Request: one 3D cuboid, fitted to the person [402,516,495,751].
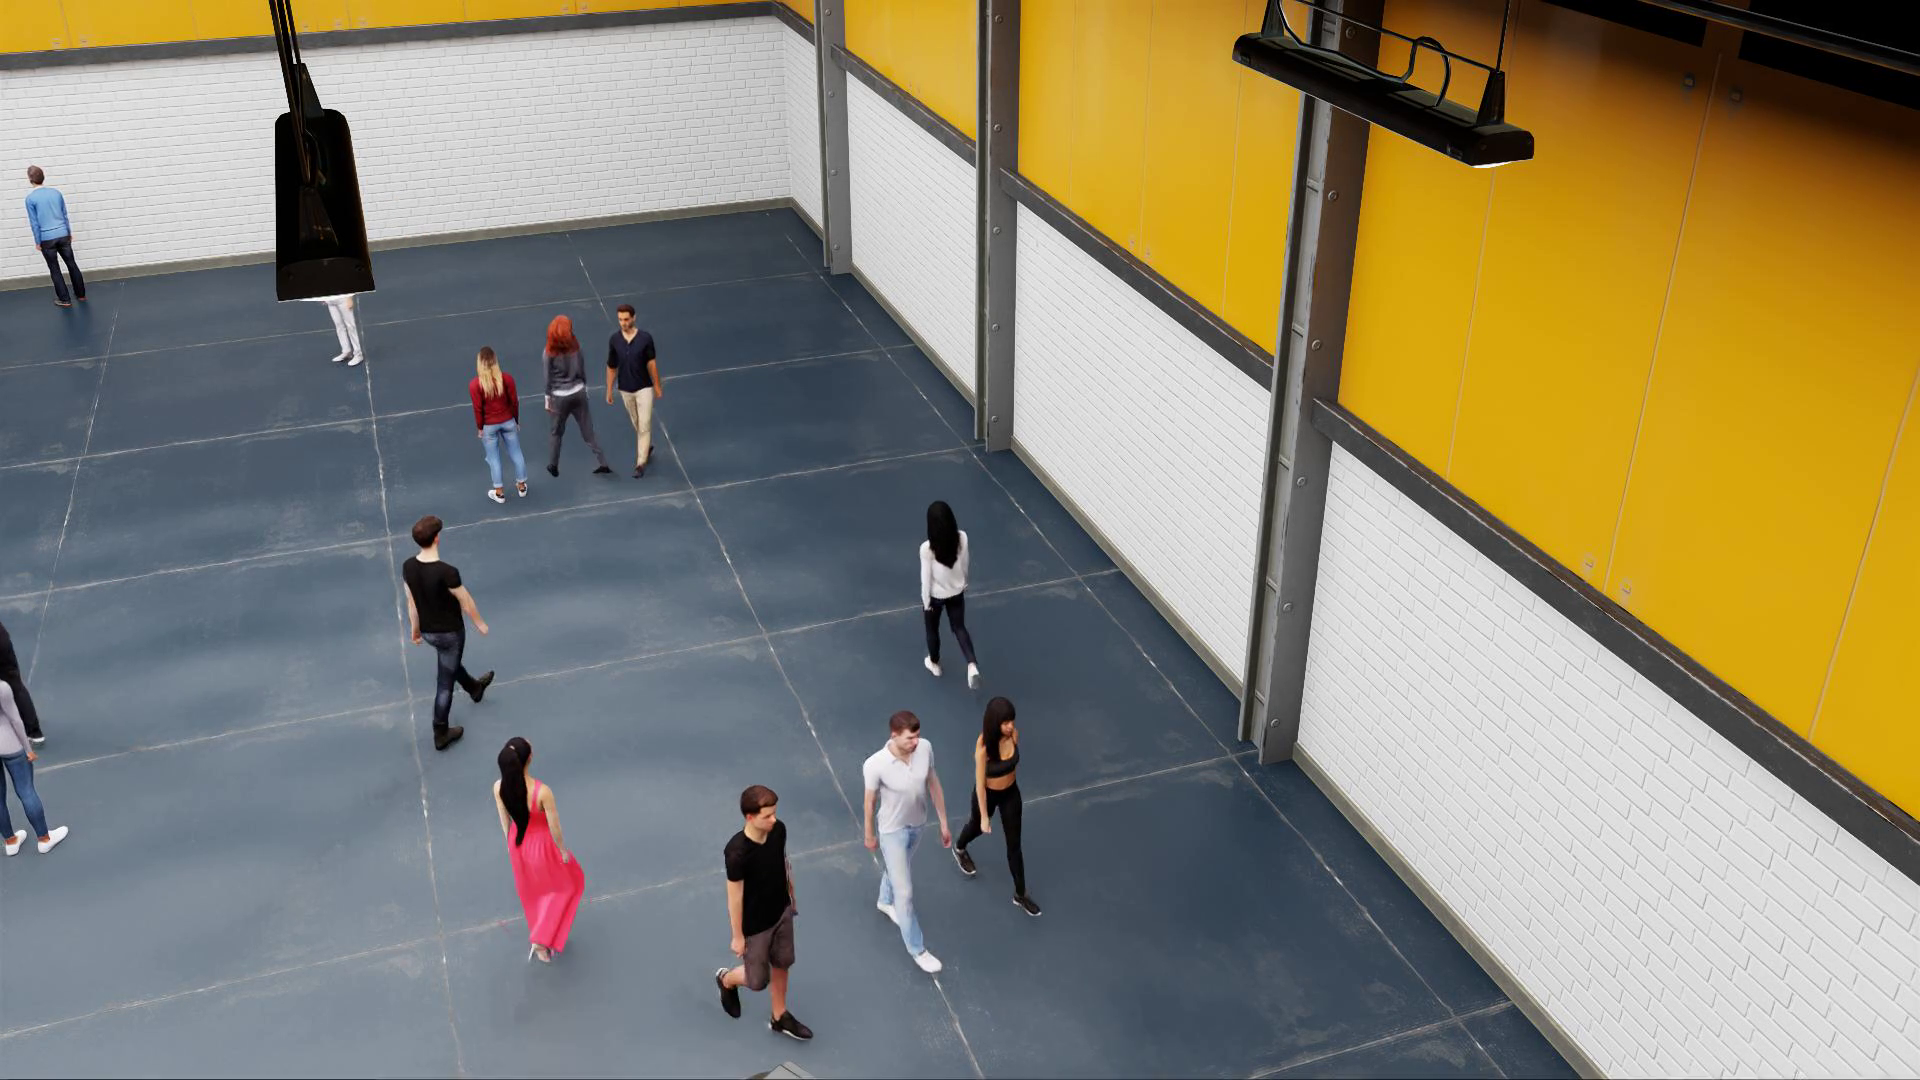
[{"bbox_3d":[-4.041,0.760,12.819,1.143,1.856,1.205,12,31,22],"label":"person"}]

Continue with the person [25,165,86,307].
[{"bbox_3d":[-11.710,-3.941,21.474,0.763,1.820,0.743,19,34,31],"label":"person"}]

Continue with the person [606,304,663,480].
[{"bbox_3d":[-3.322,-1.588,17.167,1.008,1.813,1.244,3,29,5],"label":"person"}]

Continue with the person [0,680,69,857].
[{"bbox_3d":[-6.749,1.460,11.659,0.662,1.736,0.629,0,29,-1],"label":"person"}]

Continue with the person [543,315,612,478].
[{"bbox_3d":[-3.928,-1.428,16.929,0.781,1.760,0.906,-23,36,-35],"label":"person"}]

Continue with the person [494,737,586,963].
[{"bbox_3d":[-2.739,2.036,10.625,0.814,1.716,0.883,7,29,13],"label":"person"}]

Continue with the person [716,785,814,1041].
[{"bbox_3d":[-1.256,2.246,10.098,1.074,1.852,0.971,19,34,31],"label":"person"}]

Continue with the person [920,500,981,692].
[{"bbox_3d":[-0.078,0.472,13.525,0.717,1.684,1.007,-15,32,-26],"label":"person"}]

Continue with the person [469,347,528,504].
[{"bbox_3d":[-4.602,-1.157,16.563,0.637,1.634,0.578,-15,32,-26],"label":"person"}]

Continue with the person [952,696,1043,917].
[{"bbox_3d":[0.177,1.725,11.316,0.782,1.600,1.171,-19,34,-31],"label":"person"}]

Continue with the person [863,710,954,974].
[{"bbox_3d":[-0.430,1.835,10.894,0.893,1.811,1.191,-21,35,-34],"label":"person"}]
